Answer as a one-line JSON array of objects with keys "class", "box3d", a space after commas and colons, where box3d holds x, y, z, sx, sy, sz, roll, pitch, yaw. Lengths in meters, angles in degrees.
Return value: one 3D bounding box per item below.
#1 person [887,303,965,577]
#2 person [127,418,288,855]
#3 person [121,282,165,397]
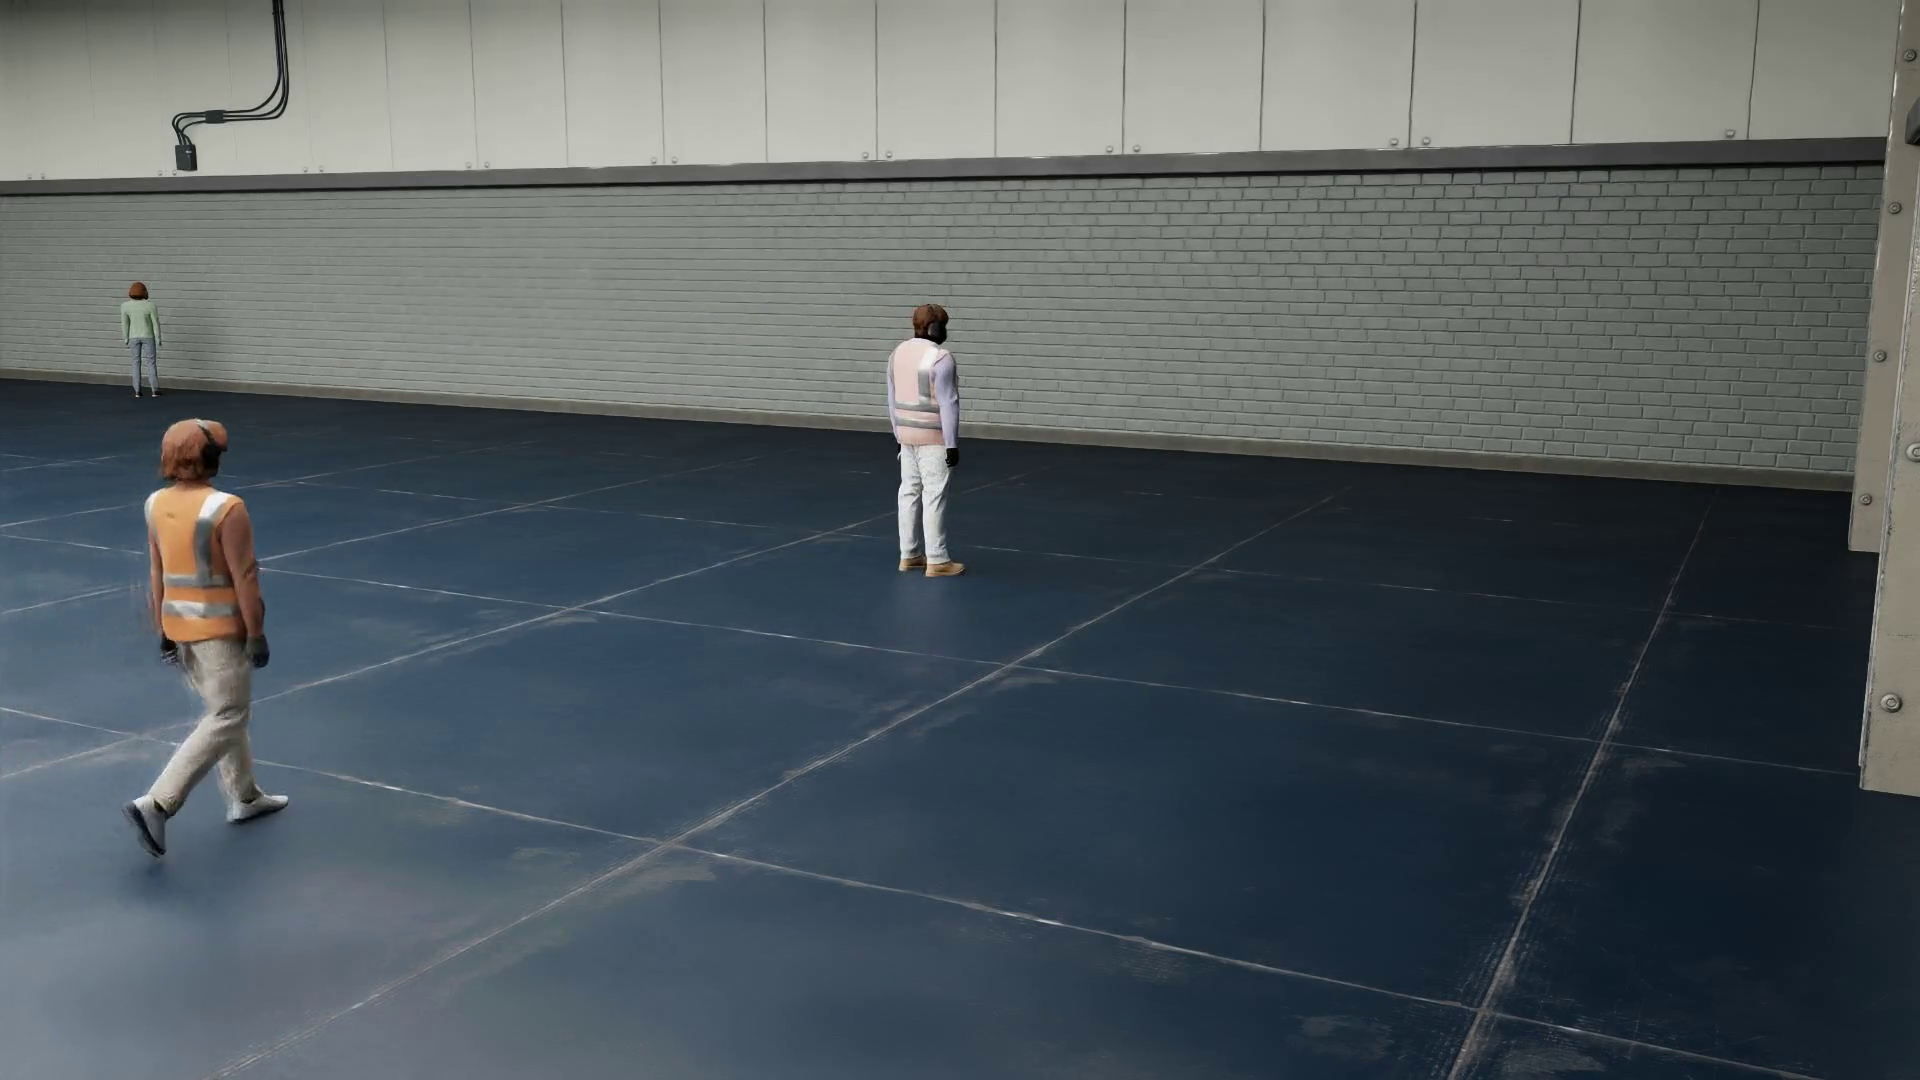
[{"class": "person", "box3d": [-0.213, -0.677, 11.285, 0.429, 1.839, 0.634, -9, 14, -39]}, {"class": "person", "box3d": [-2.870, 0.351, 6.261, 0.521, 1.613, 0.710, 6, 12, 29]}, {"class": "person", "box3d": [-11.667, -2.857, 23.737, 0.507, 1.631, 0.274, -1, 10, -7]}]
